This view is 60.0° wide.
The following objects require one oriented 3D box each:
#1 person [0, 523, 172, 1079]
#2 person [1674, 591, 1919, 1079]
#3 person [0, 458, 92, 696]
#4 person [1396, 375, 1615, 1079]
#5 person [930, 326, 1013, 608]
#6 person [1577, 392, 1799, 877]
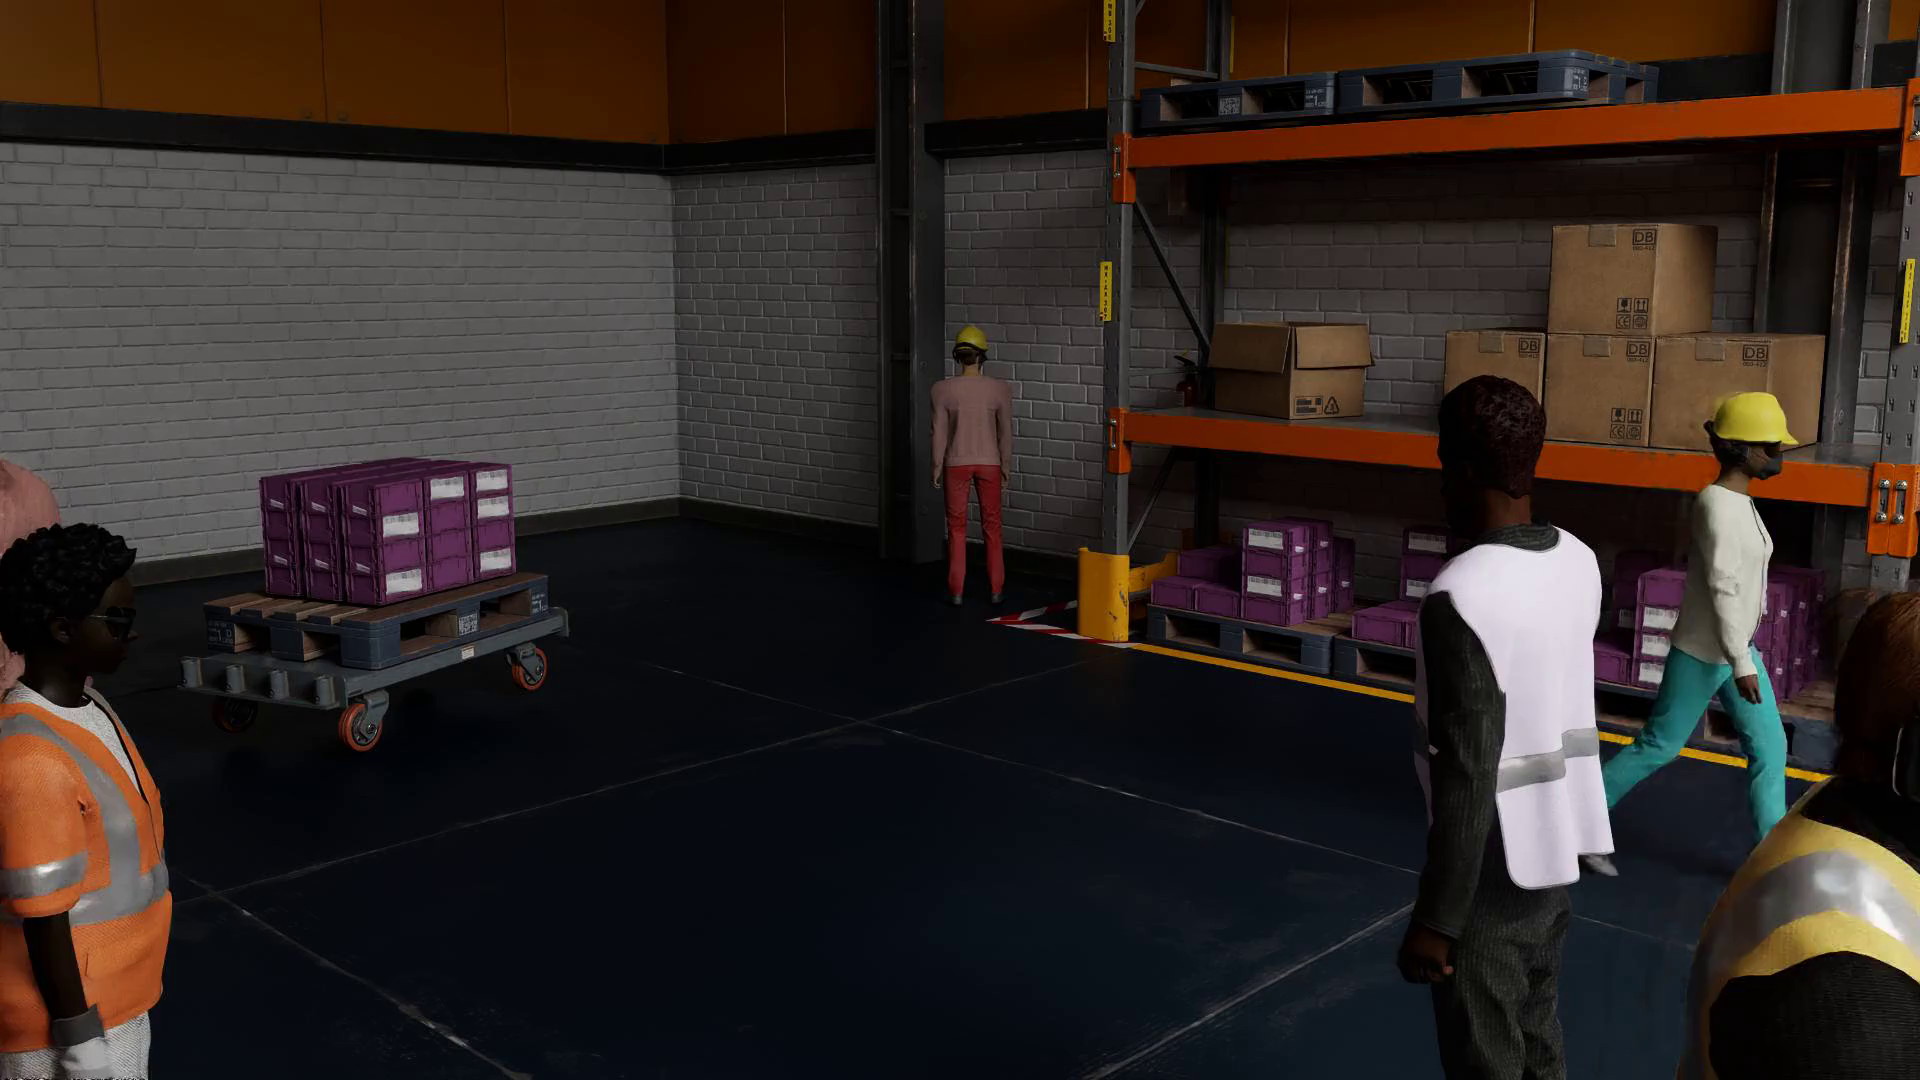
[{"bbox_3d":[-1.546,0.807,2.946,0.333,1.689,0.533,-3,10,-18],"label":"person"},{"bbox_3d":[1.041,0.936,1.832,0.961,1.792,0.670,7,12,39],"label":"person"},{"bbox_3d":[-2.755,0.447,4.569,0.680,1.869,0.929,-9,13,-44],"label":"person"},{"bbox_3d":[1.059,0.638,3.284,0.398,1.916,0.590,8,12,39],"label":"person"},{"bbox_3d":[0.067,-0.455,10.452,0.527,1.765,0.329,-1,9,-6],"label":"person"},{"bbox_3d":[2.517,0.352,5.627,0.923,1.722,0.519,7,12,38],"label":"person"}]
